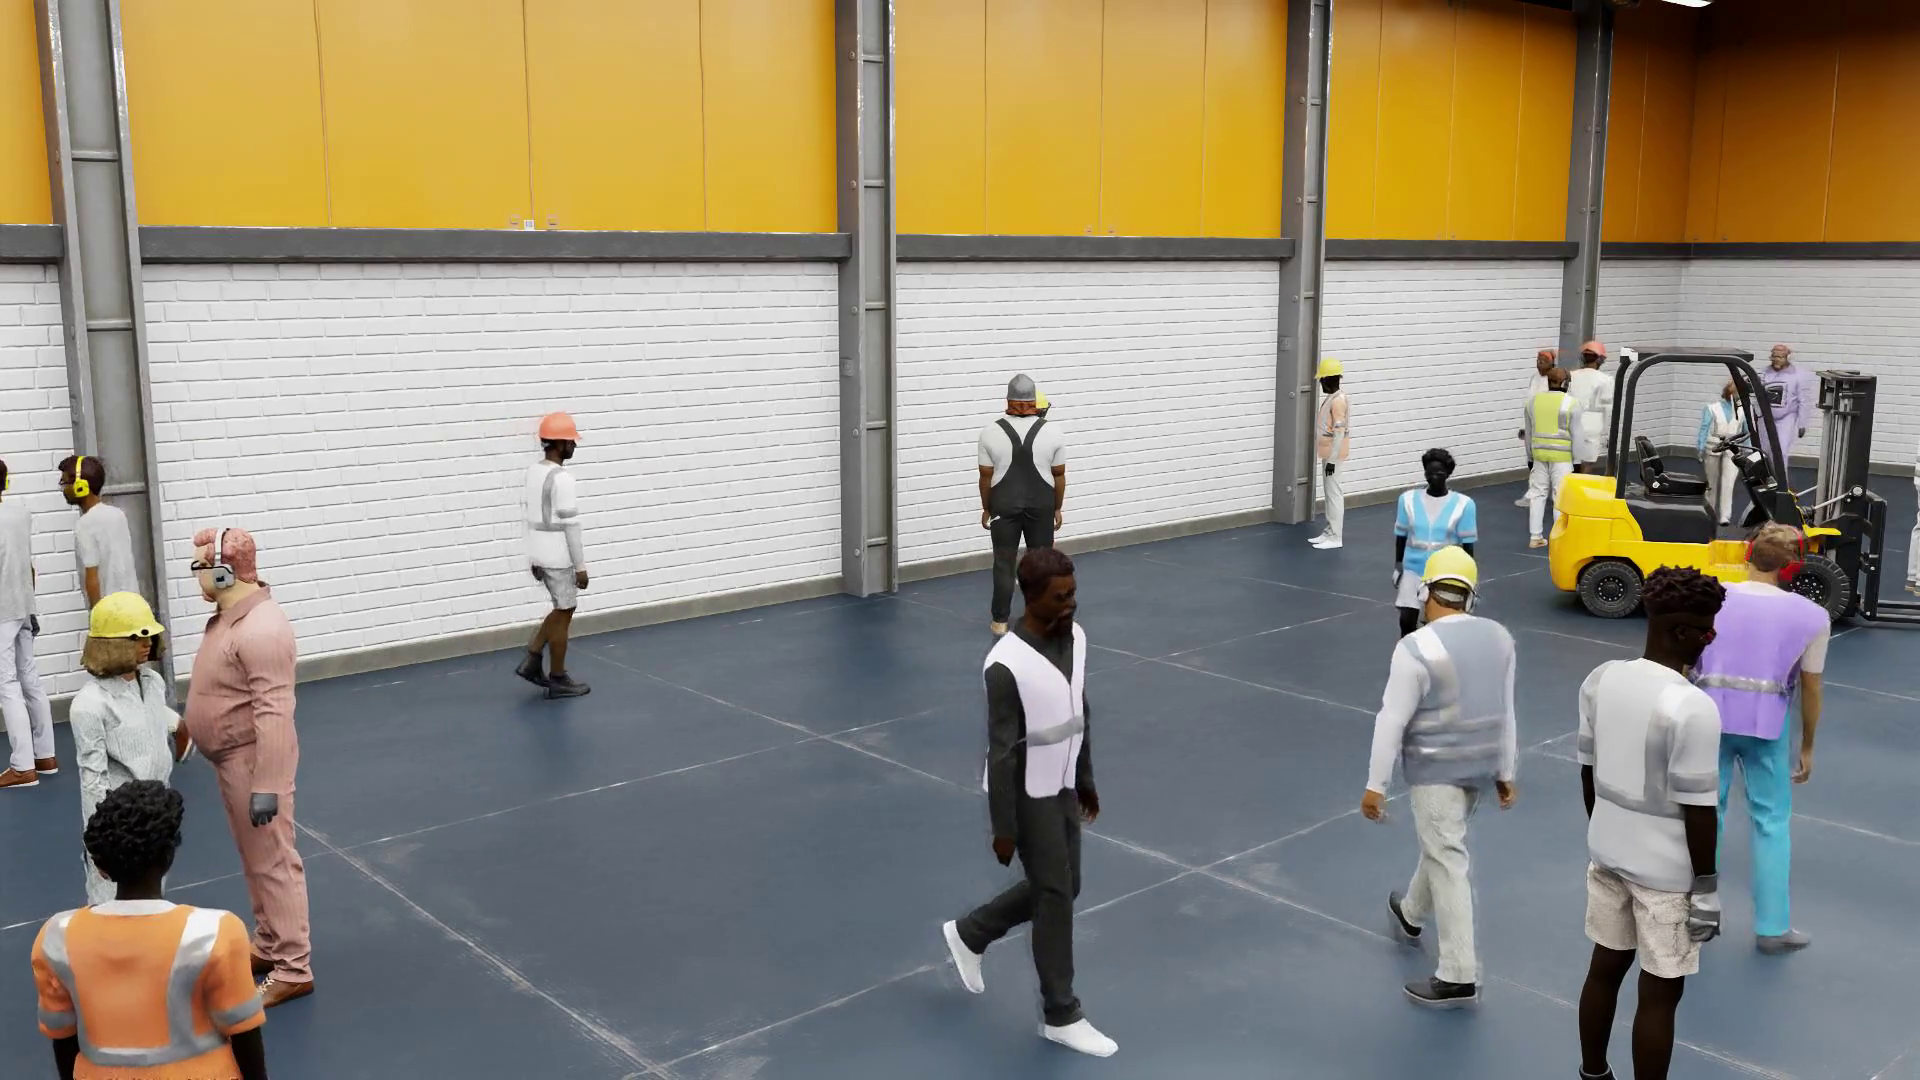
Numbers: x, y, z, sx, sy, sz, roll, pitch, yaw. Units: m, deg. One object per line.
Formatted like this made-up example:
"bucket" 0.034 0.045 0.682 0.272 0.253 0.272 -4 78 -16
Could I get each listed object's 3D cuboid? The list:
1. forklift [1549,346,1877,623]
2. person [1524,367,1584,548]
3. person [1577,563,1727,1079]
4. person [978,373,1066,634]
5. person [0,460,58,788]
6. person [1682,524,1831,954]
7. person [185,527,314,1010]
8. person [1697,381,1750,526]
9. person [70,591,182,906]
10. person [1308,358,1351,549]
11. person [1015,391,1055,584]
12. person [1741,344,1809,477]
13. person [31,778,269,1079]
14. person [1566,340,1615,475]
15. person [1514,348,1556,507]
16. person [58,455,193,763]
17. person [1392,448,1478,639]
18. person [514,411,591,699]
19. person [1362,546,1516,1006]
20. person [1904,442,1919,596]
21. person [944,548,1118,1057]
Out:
"forklift" 6.109 -0.478 13.691 2.313 2.155 1.214 3 10 16
"person" 5.966 -0.809 16.681 0.429 1.838 0.622 -8 12 -38
"person" 2.276 1.045 5.459 0.381 1.958 0.602 -3 10 -16
"person" 0.479 -0.279 12.974 0.683 2.000 0.537 0 10 1
"person" -5.307 0.447 9.236 0.310 1.865 0.535 0 10 1
"person" 3.353 0.843 7.073 0.681 1.817 0.385 4 11 24
"person" -2.811 0.888 6.541 0.401 1.904 0.646 -6 11 -32
"person" 8.383 -0.955 18.266 0.529 1.581 0.904 4 10 22
"person" -3.015 1.044 6.097 0.313 1.744 0.487 1 10 4
"person" 3.735 -0.871 16.775 0.366 1.926 0.587 1 10 5
"person" 0.670 -0.437 14.704 0.313 1.769 0.523 -4 10 -22
"person" 9.818 -1.412 20.088 0.728 1.882 0.663 -9 13 -42
"person" -1.957 1.412 4.092 0.539 1.699 0.344 1 10 3
"person" 7.035 -1.235 18.675 0.505 2.011 0.616 -7 12 -37
"person" 6.917 -1.331 19.636 0.769 1.866 0.583 -3 10 -17
"person" -4.712 0.432 9.395 0.649 1.850 0.503 0 10 -1
"person" 3.106 0.237 10.973 0.552 1.677 0.565 5 11 25
"person" -2.657 0.110 11.030 0.407 1.924 0.548 -7 12 -36
"person" 1.896 0.916 6.763 0.654 1.770 0.829 -6 11 -31
"person" 8.461 -0.446 14.406 0.337 1.882 0.583 3 10 17
"person" 0.267 0.944 6.242 0.745 1.895 0.613 6 11 30
